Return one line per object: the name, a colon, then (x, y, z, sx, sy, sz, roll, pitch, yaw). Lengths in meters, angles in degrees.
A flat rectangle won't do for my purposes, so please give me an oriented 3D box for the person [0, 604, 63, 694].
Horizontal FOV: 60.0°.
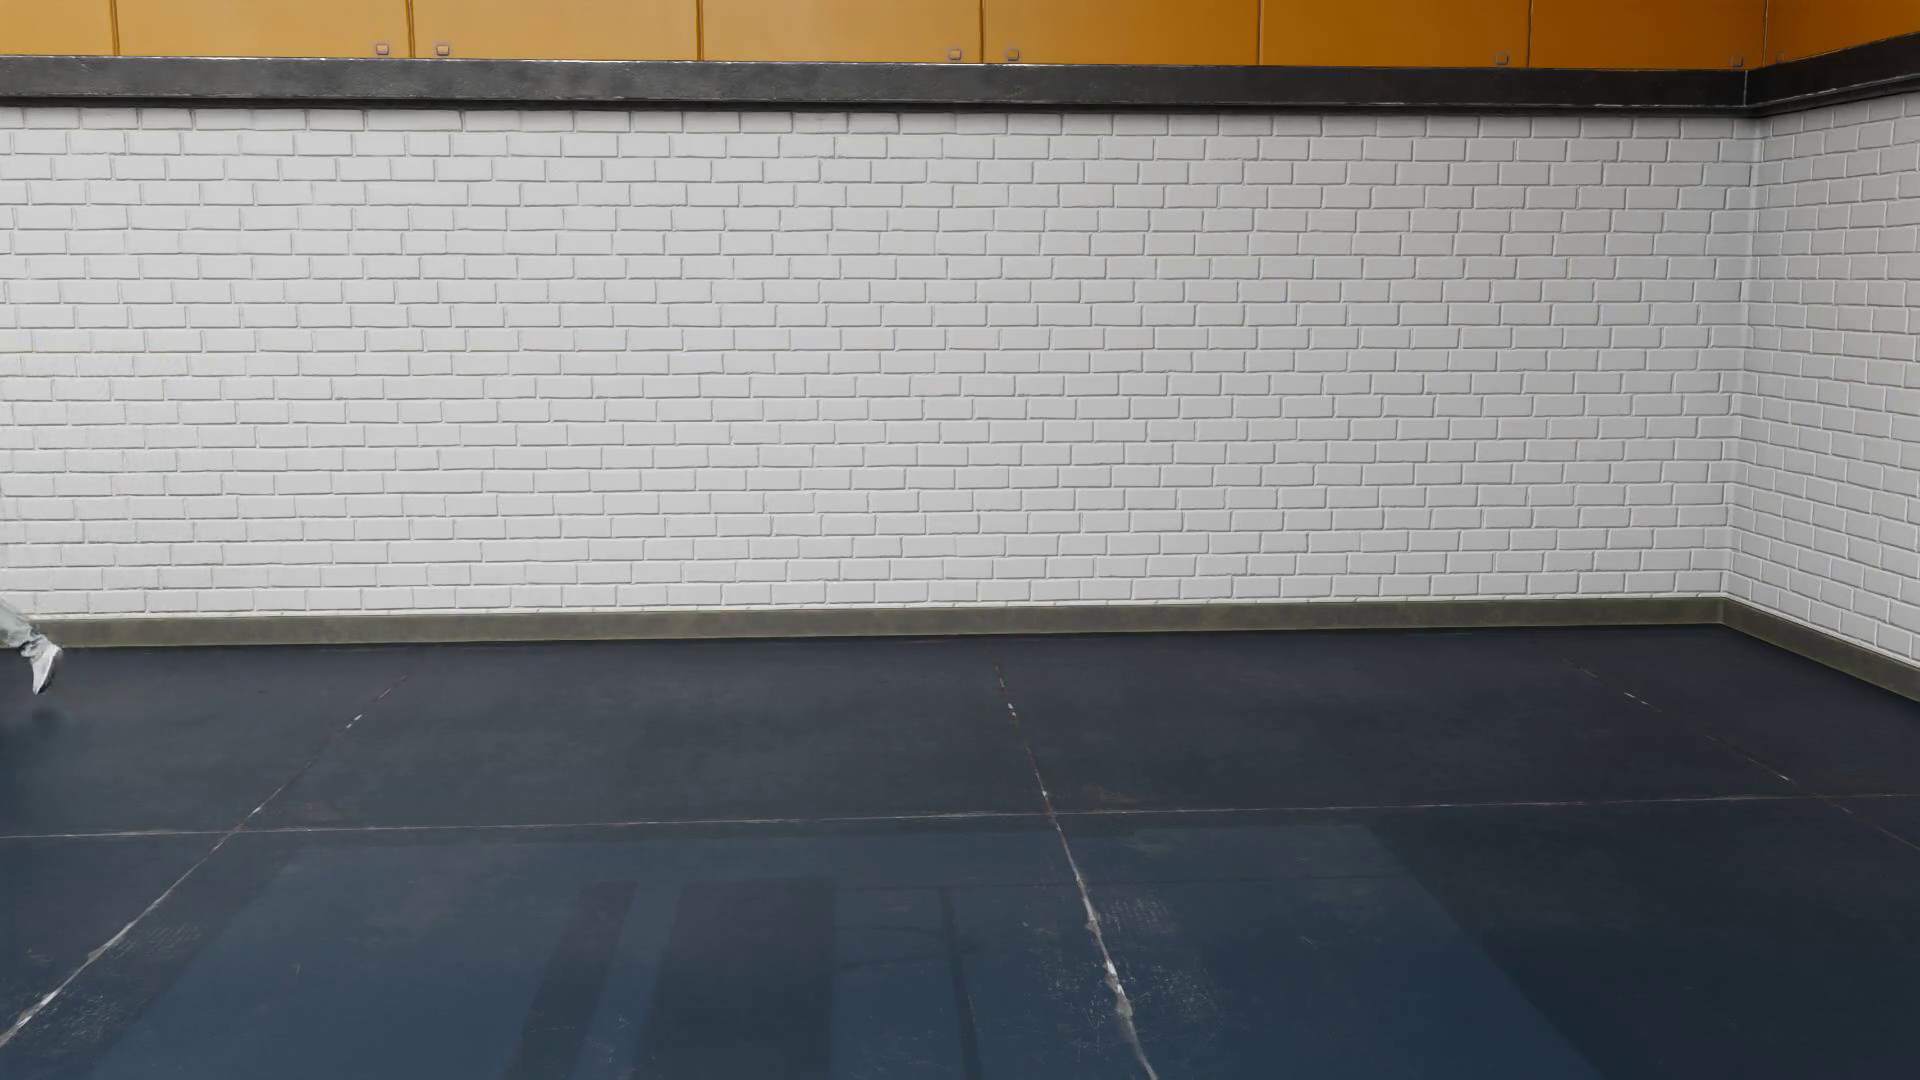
person: (-4.540, -0.044, 7.603, 0.557, 1.730, 0.490, 0, 9, -3)
